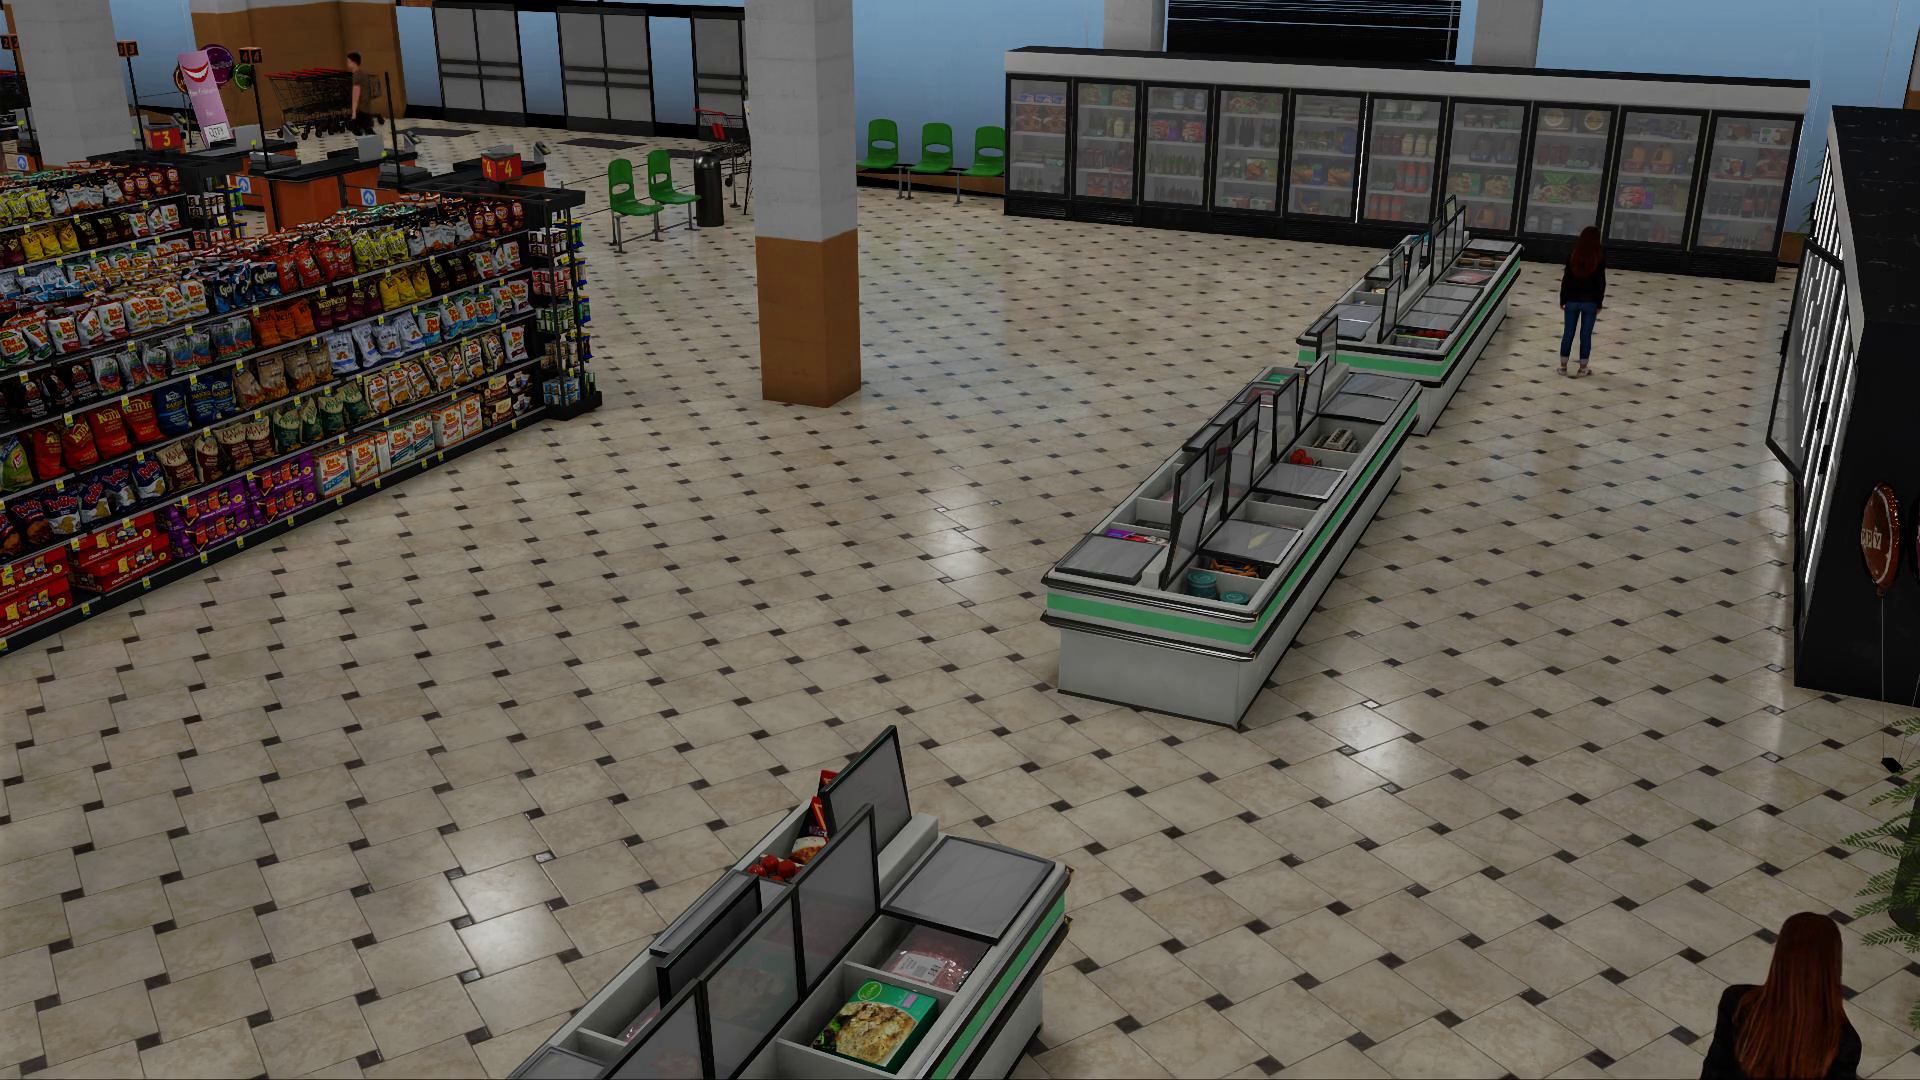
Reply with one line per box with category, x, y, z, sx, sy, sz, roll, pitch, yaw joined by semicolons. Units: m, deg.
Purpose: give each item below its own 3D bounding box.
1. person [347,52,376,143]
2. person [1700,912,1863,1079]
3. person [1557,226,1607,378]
person;-9.968;-7.258;28.021;0.956;1.839;0.898;-5;22;-13
person;2.567;1.938;5.319;0.657;1.701;0.606;17;27;36
person;6.072;-2.333;16.241;0.565;1.483;0.508;11;24;26
